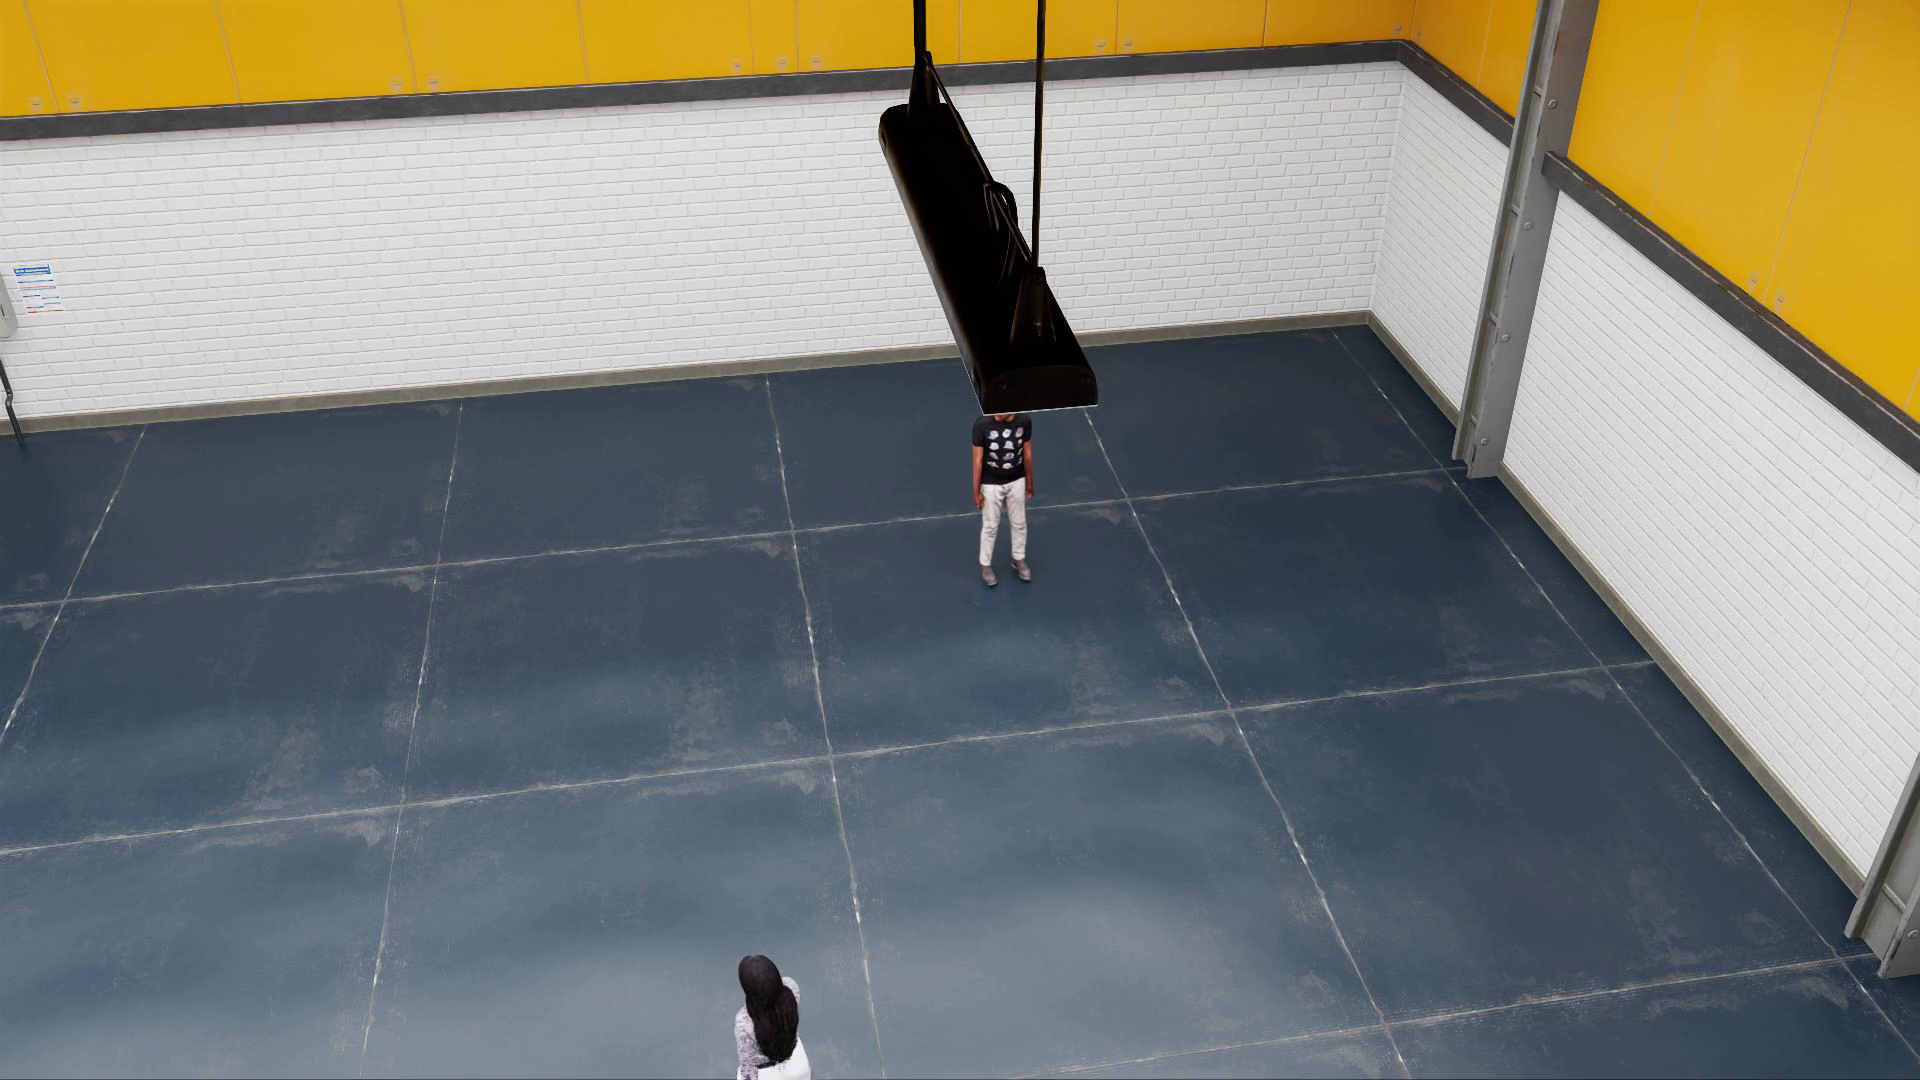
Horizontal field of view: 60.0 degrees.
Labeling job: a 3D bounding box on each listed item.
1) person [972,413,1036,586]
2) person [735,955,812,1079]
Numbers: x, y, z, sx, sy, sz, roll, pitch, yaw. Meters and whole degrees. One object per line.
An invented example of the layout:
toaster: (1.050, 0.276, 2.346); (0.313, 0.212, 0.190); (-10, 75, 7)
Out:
person: (0.343, -0.472, 13.416); (0.672, 1.797, 0.602); (-9, 35, -13)
person: (-0.892, 2.821, 8.576); (1.009, 1.671, 1.296); (-24, 40, -31)
